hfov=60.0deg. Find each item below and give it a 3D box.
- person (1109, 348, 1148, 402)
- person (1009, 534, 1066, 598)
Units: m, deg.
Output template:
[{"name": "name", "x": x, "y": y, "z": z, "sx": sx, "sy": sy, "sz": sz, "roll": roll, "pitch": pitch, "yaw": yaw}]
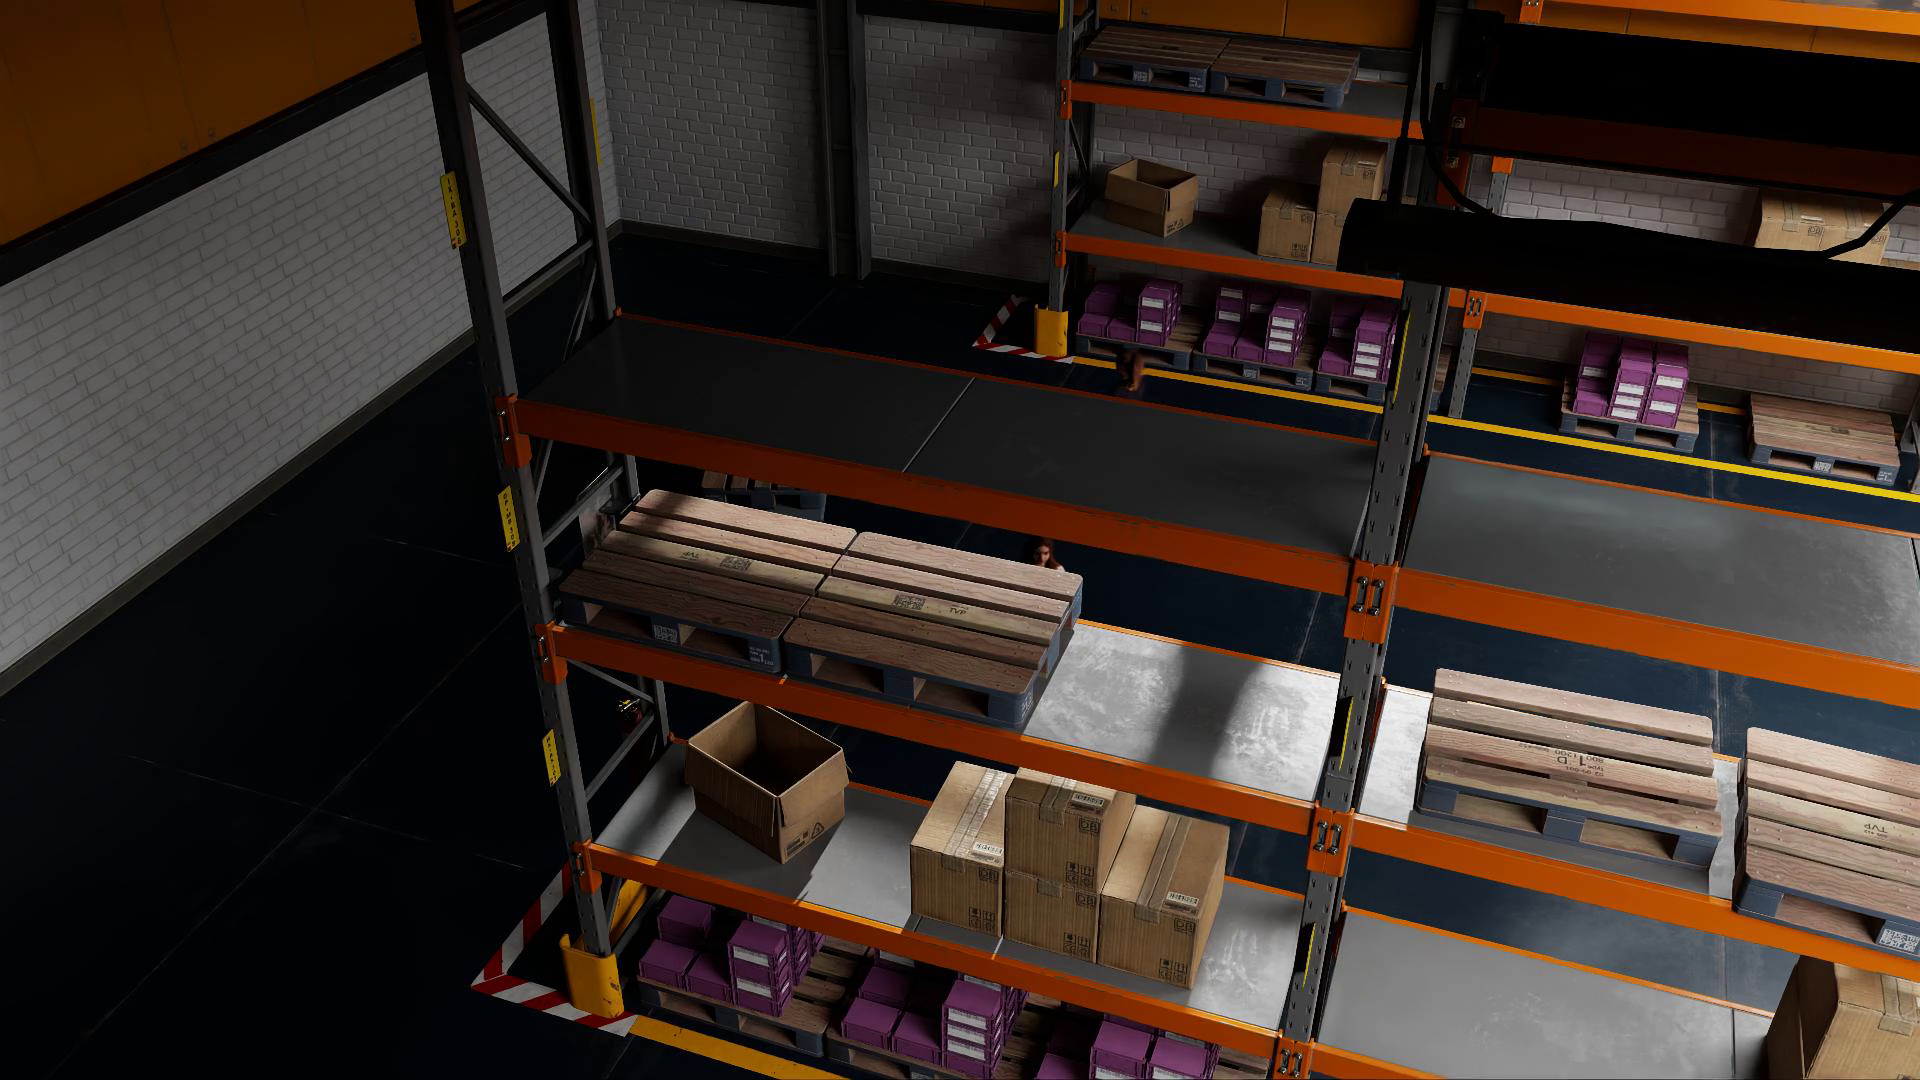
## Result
[{"name": "person", "x": 1.344, "y": -0.801, "z": 13.720, "sx": 0.649, "sy": 1.729, "sz": 0.645, "roll": 26, "pitch": 41, "yaw": 33}, {"name": "person", "x": 0.516, "y": 0.646, "z": 11.547, "sx": 0.621, "sy": 1.726, "sz": 0.714, "roll": -9, "pitch": 35, "yaw": -13}]
